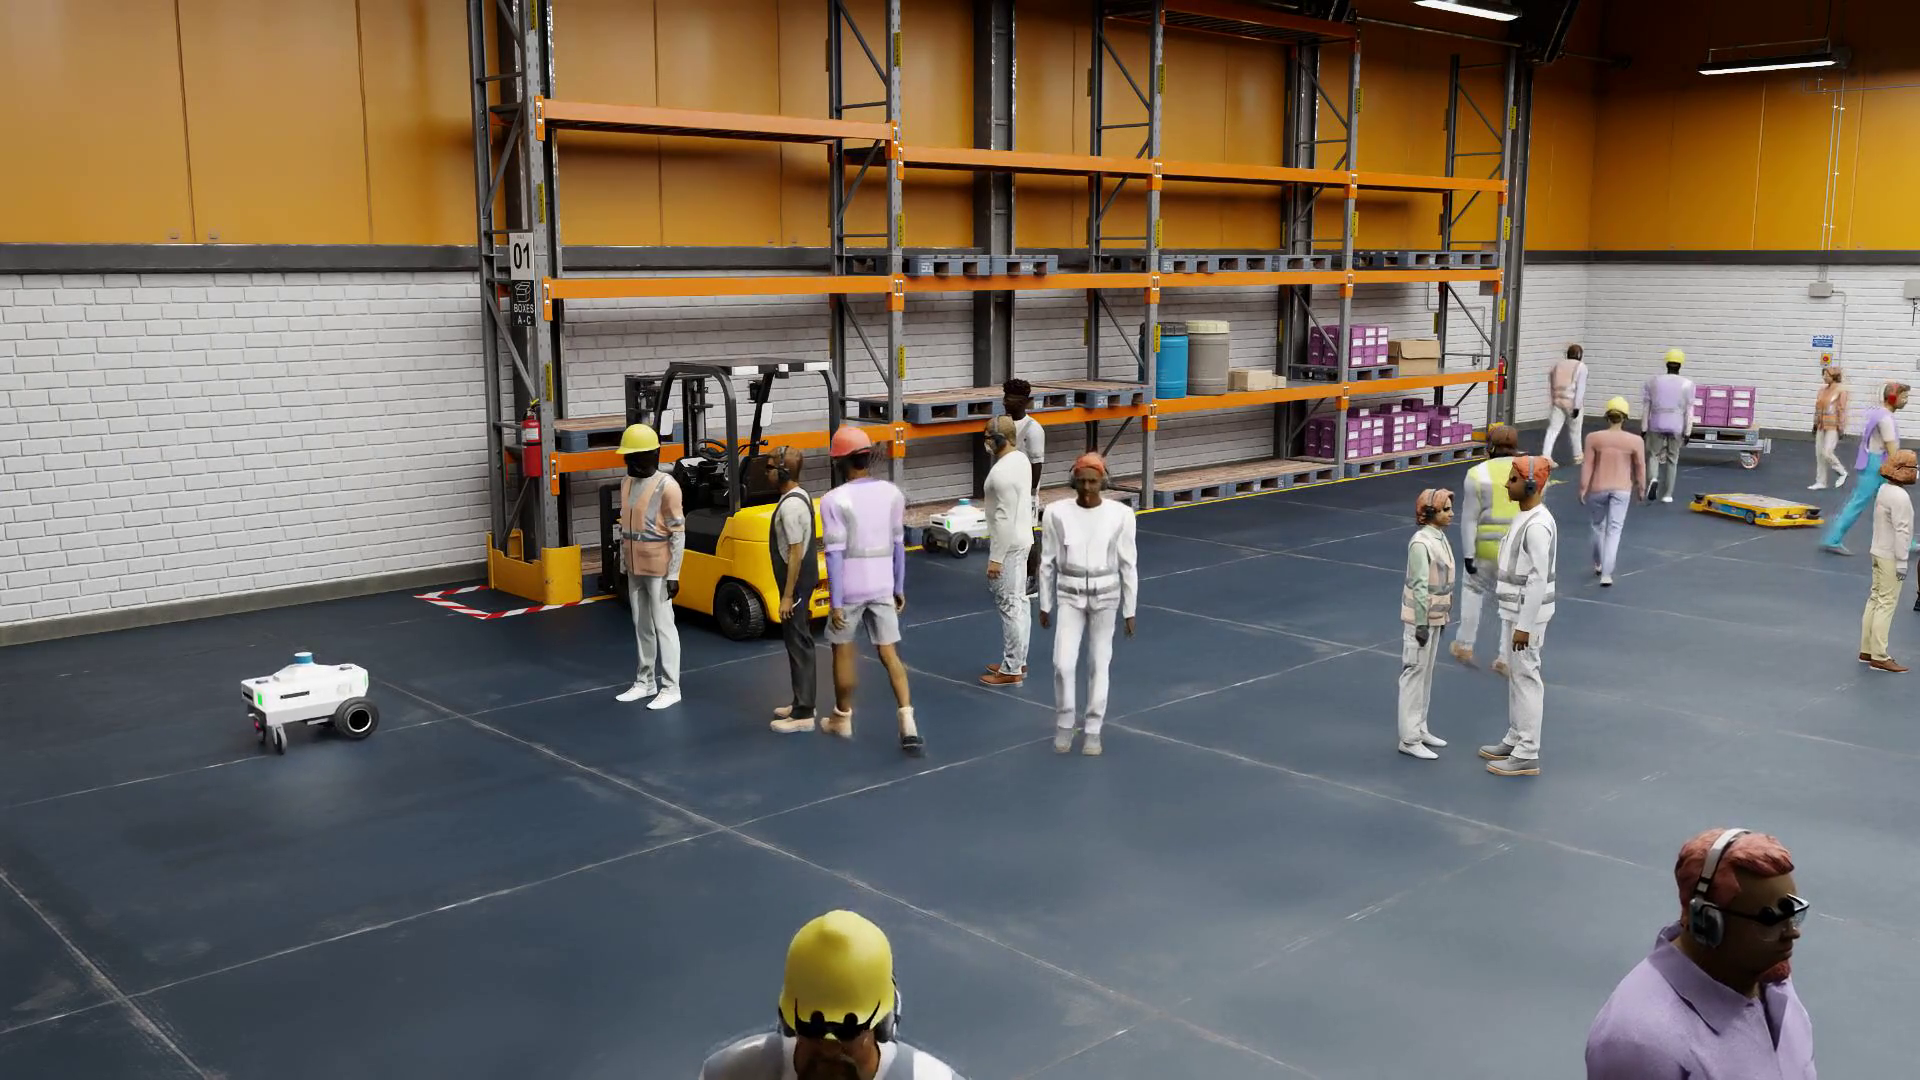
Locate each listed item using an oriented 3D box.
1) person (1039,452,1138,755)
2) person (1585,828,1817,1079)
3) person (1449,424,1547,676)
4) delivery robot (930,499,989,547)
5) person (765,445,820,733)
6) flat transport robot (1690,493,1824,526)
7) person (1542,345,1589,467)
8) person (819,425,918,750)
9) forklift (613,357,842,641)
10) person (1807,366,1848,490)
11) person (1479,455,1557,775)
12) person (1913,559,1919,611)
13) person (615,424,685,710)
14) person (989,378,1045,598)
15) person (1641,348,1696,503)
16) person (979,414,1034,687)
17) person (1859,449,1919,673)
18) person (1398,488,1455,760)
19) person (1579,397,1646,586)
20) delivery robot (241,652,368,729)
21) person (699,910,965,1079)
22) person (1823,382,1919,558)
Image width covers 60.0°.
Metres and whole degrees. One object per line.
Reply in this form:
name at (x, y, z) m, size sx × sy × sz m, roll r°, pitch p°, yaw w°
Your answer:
person at (0.774, 0.397, 10.068) m, size 0.599 × 1.864 × 0.476 m, roll 1°, pitch 10°, yaw 7°
person at (1.539, 1.512, 3.423) m, size 0.641 × 1.908 × 0.407 m, roll -9°, pitch 13°, yaw -42°
person at (3.933, 0.050, 12.253) m, size 0.632 × 1.816 × 0.796 m, roll 0°, pitch 10°, yaw -1°
delivery robot at (0.040, -0.176, 16.981) m, size 0.707 × 0.478 × 0.477 m, roll -8°, pitch 13°, yaw -40°
person at (-1.074, 0.309, 10.642) m, size 0.339 × 1.845 × 0.507 m, roll 0°, pitch 10°, yaw 2°
flat transport robot at (9.180, -0.365, 19.193) m, size 0.652 × 0.197 × 1.431 m, roll -2°, pitch 10°, yaw -13°
person at (8.749, -1.931, 24.035) m, size 1.038 × 1.763 × 0.627 m, roll -8°, pitch 12°, yaw -37°
person at (-0.551, 0.299, 10.244) m, size 0.620 × 2.005 × 0.884 m, roll -7°, pitch 12°, yaw -35°
forklift at (-1.847, -0.414, 13.852) m, size 1.214 × 2.155 × 2.313 m, roll -9°, pitch 13°, yaw -42°
person at (11.265, -1.444, 21.545) m, size 0.392 × 1.625 × 0.532 m, roll -2°, pitch 10°, yaw -9°
person at (3.300, 0.440, 9.771) m, size 0.355 × 1.882 × 0.576 m, roll 2°, pitch 10°, yaw 11°
person at (8.358, -0.315, 14.028) m, size 0.361 × 1.938 × 0.545 m, roll -2°, pitch 10°, yaw -11°
person at (-2.102, 0.177, 11.177) m, size 0.595 × 1.923 × 0.373 m, roll 8°, pitch 13°, yaw 41°
person at (0.515, -0.458, 14.778) m, size 0.367 × 1.967 × 0.600 m, roll -5°, pitch 11°, yaw -26°
person at (8.650, -1.384, 20.348) m, size 0.596 × 1.913 × 0.568 m, roll 5°, pitch 11°, yaw 28°
person at (0.329, 0.076, 11.751) m, size 0.370 × 1.934 × 0.627 m, roll 2°, pitch 10°, yaw 14°
person at (6.849, 0.144, 12.228) m, size 0.271 × 1.632 × 0.508 m, roll 2°, pitch 10°, yaw 12°
person at (2.846, 0.496, 10.140) m, size 0.312 × 1.642 × 0.512 m, roll 5°, pitch 11°, yaw 28°
person at (6.098, -0.467, 15.516) m, size 0.553 × 1.718 × 0.886 m, roll 5°, pitch 11°, yaw 28°
delivery robot at (-4.098, 0.946, 10.410) m, size 0.707 × 0.478 × 0.477 m, roll -8°, pitch 13°, yaw -40°
person at (-0.242, 1.569, 3.344) m, size 0.606 × 1.814 × 0.631 m, roll 1°, pitch 10°, yaw 7°
person at (9.252, -0.692, 16.672) m, size 0.993 × 1.781 × 0.555 m, roll 6°, pitch 11°, yaw 32°
